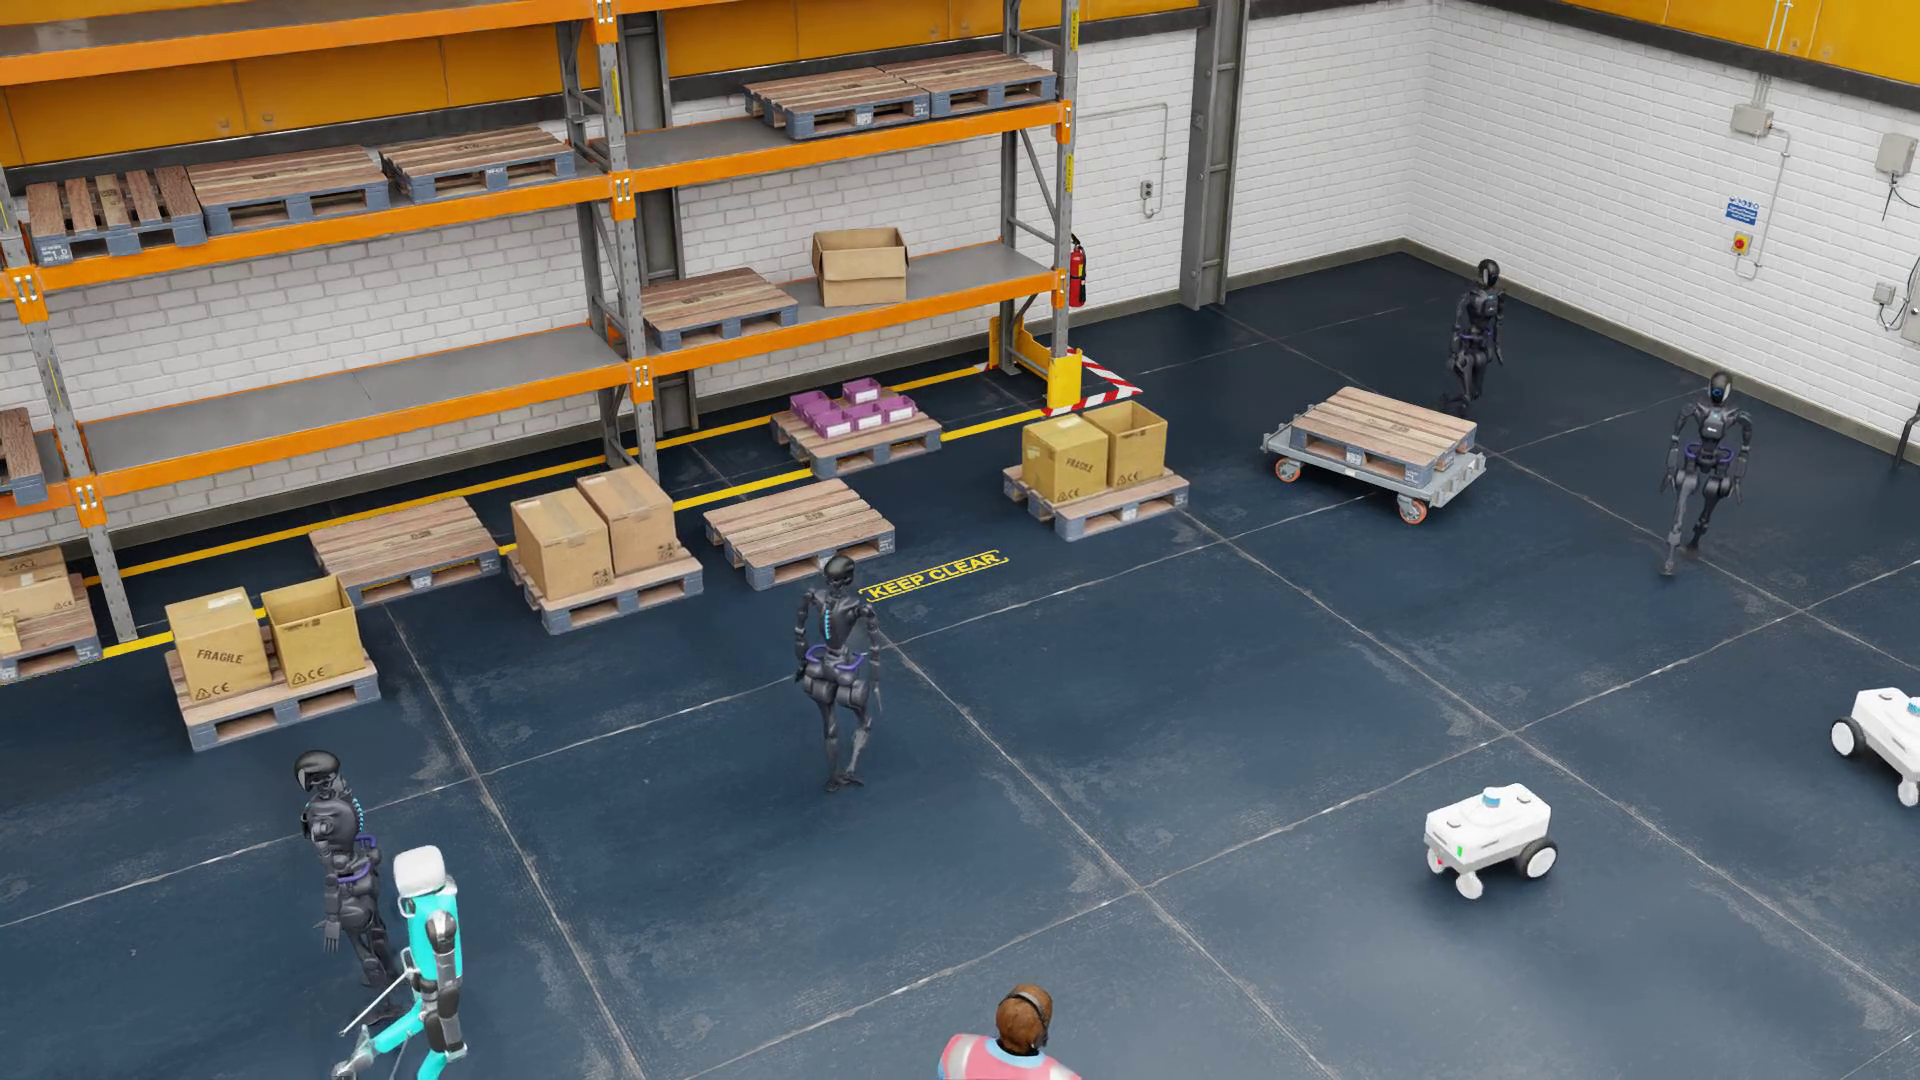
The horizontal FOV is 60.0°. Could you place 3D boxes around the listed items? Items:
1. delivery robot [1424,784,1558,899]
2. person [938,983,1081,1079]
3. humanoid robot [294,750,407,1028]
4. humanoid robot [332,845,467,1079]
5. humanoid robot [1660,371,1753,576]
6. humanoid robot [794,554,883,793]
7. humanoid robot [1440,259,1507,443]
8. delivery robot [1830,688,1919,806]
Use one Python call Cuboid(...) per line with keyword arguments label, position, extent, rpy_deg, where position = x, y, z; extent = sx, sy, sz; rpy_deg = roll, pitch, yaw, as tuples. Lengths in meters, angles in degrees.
Cuboid(label="delivery robot", position=(3.071, 1.699, 9.662), extent=(0.744, 0.580, 0.518), rpy_deg=(-13, 32, -22))
Cuboid(label="person", position=(0.222, 2.565, 6.852), extent=(0.629, 1.833, 0.434), rpy_deg=(12, 32, 21))
Cuboid(label="humanoid robot", position=(-3.099, 1.751, 8.430), extent=(0.315, 1.657, 0.599), rpy_deg=(-4, 30, -7))
Cuboid(label="humanoid robot", position=(-2.644, 2.228, 7.586), extent=(1.012, 1.779, 0.530), rpy_deg=(-15, 33, -24))
Cuboid(label="humanoid robot", position=(5.585, -0.485, 12.445), extent=(0.599, 1.628, 0.775), rpy_deg=(14, 32, 23))
Cuboid(label="humanoid robot", position=(-0.760, 0.824, 10.090), extent=(0.612, 1.647, 0.367), rpy_deg=(11, 31, 19))
Cuboid(label="humanoid robot", position=(4.445, -1.701, 14.571), extent=(0.611, 1.630, 0.627), rpy_deg=(-13, 32, -22))
Cuboid(label="delivery robot", position=(5.940, 1.245, 10.449), extent=(0.499, 0.565, 0.745), rpy_deg=(-5, 30, -9))
